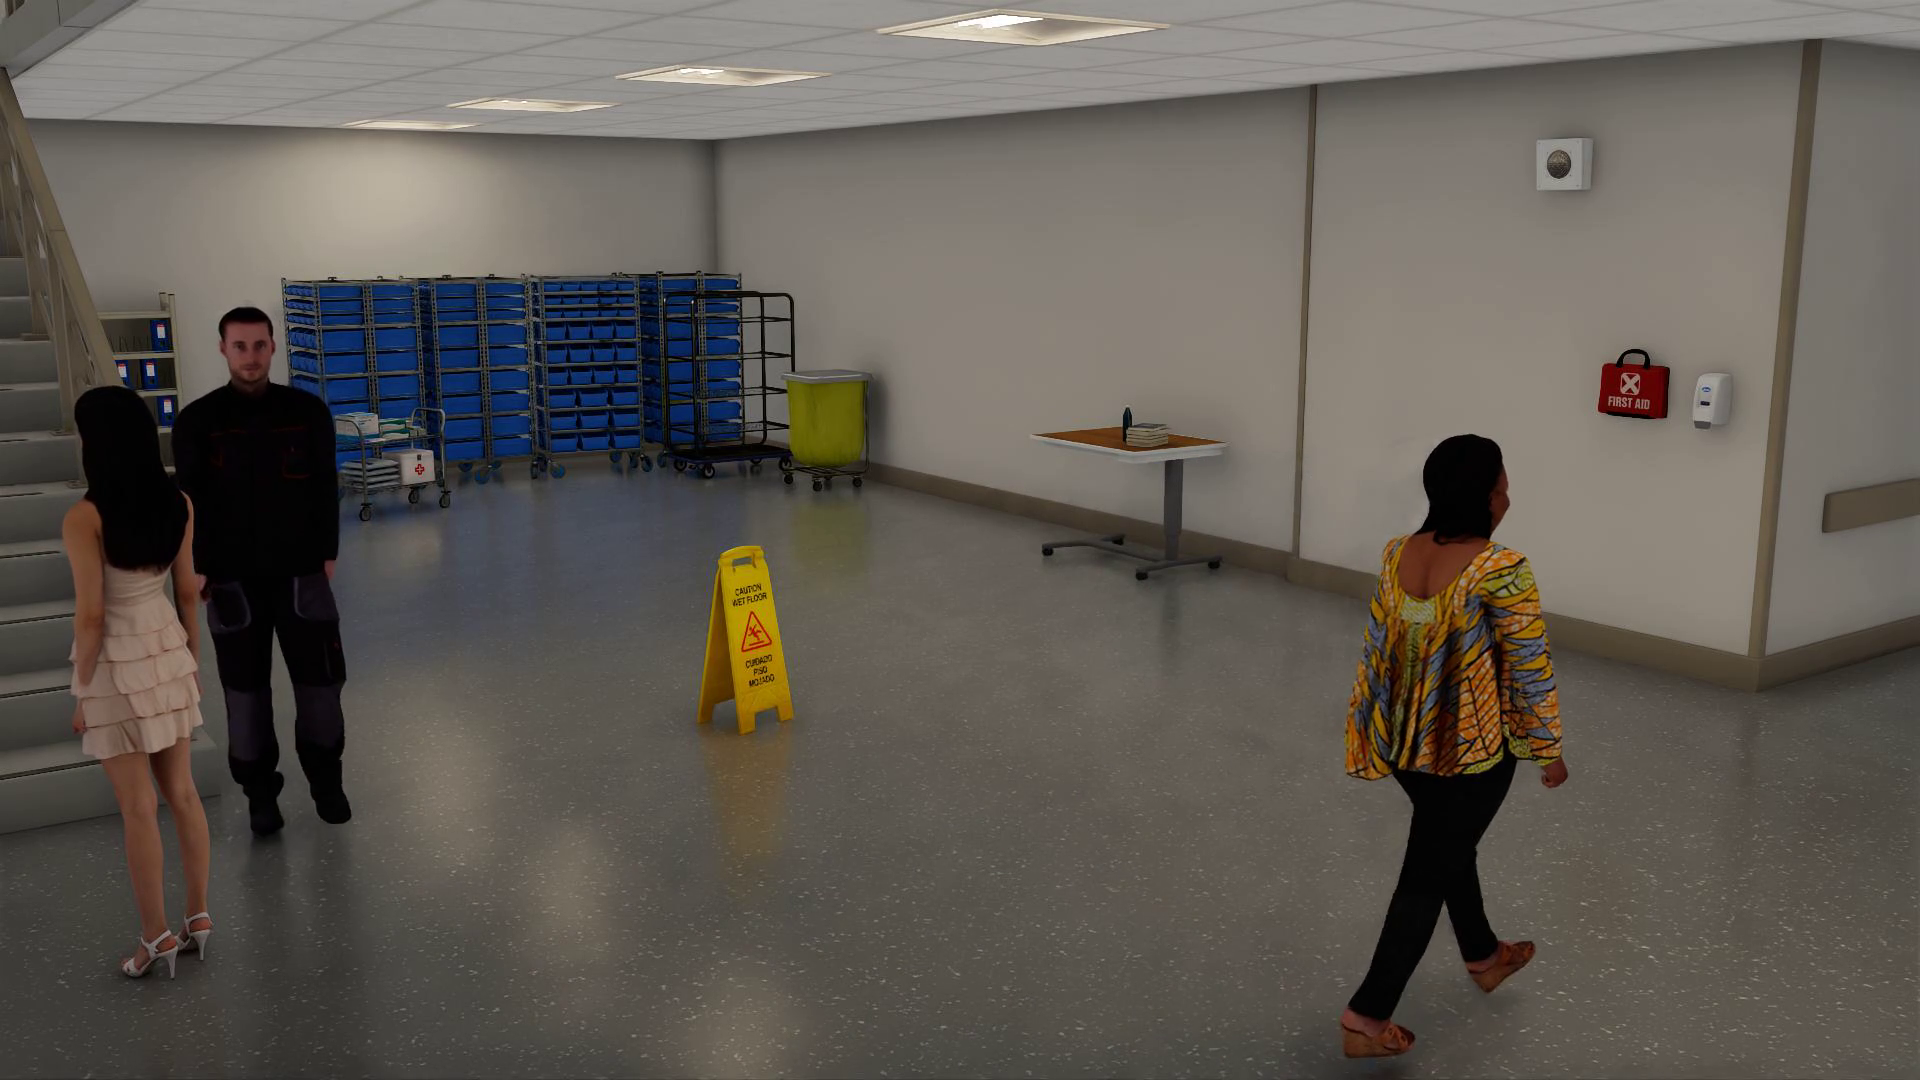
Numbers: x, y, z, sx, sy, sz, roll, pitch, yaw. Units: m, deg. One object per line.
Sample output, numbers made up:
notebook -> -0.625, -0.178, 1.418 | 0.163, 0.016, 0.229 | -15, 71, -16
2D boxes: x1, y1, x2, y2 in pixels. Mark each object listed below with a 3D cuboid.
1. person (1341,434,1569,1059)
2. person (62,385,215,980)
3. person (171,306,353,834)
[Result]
person -> 1.203, 0.579, 4.302 | 0.852, 1.611, 1.005 | -5, 12, -26
person -> -2.365, 0.417, 4.812 | 0.675, 1.738, 0.656 | 5, 12, 24
person -> -2.507, 0.113, 5.993 | 0.742, 1.895, 0.719 | -5, 12, -23
